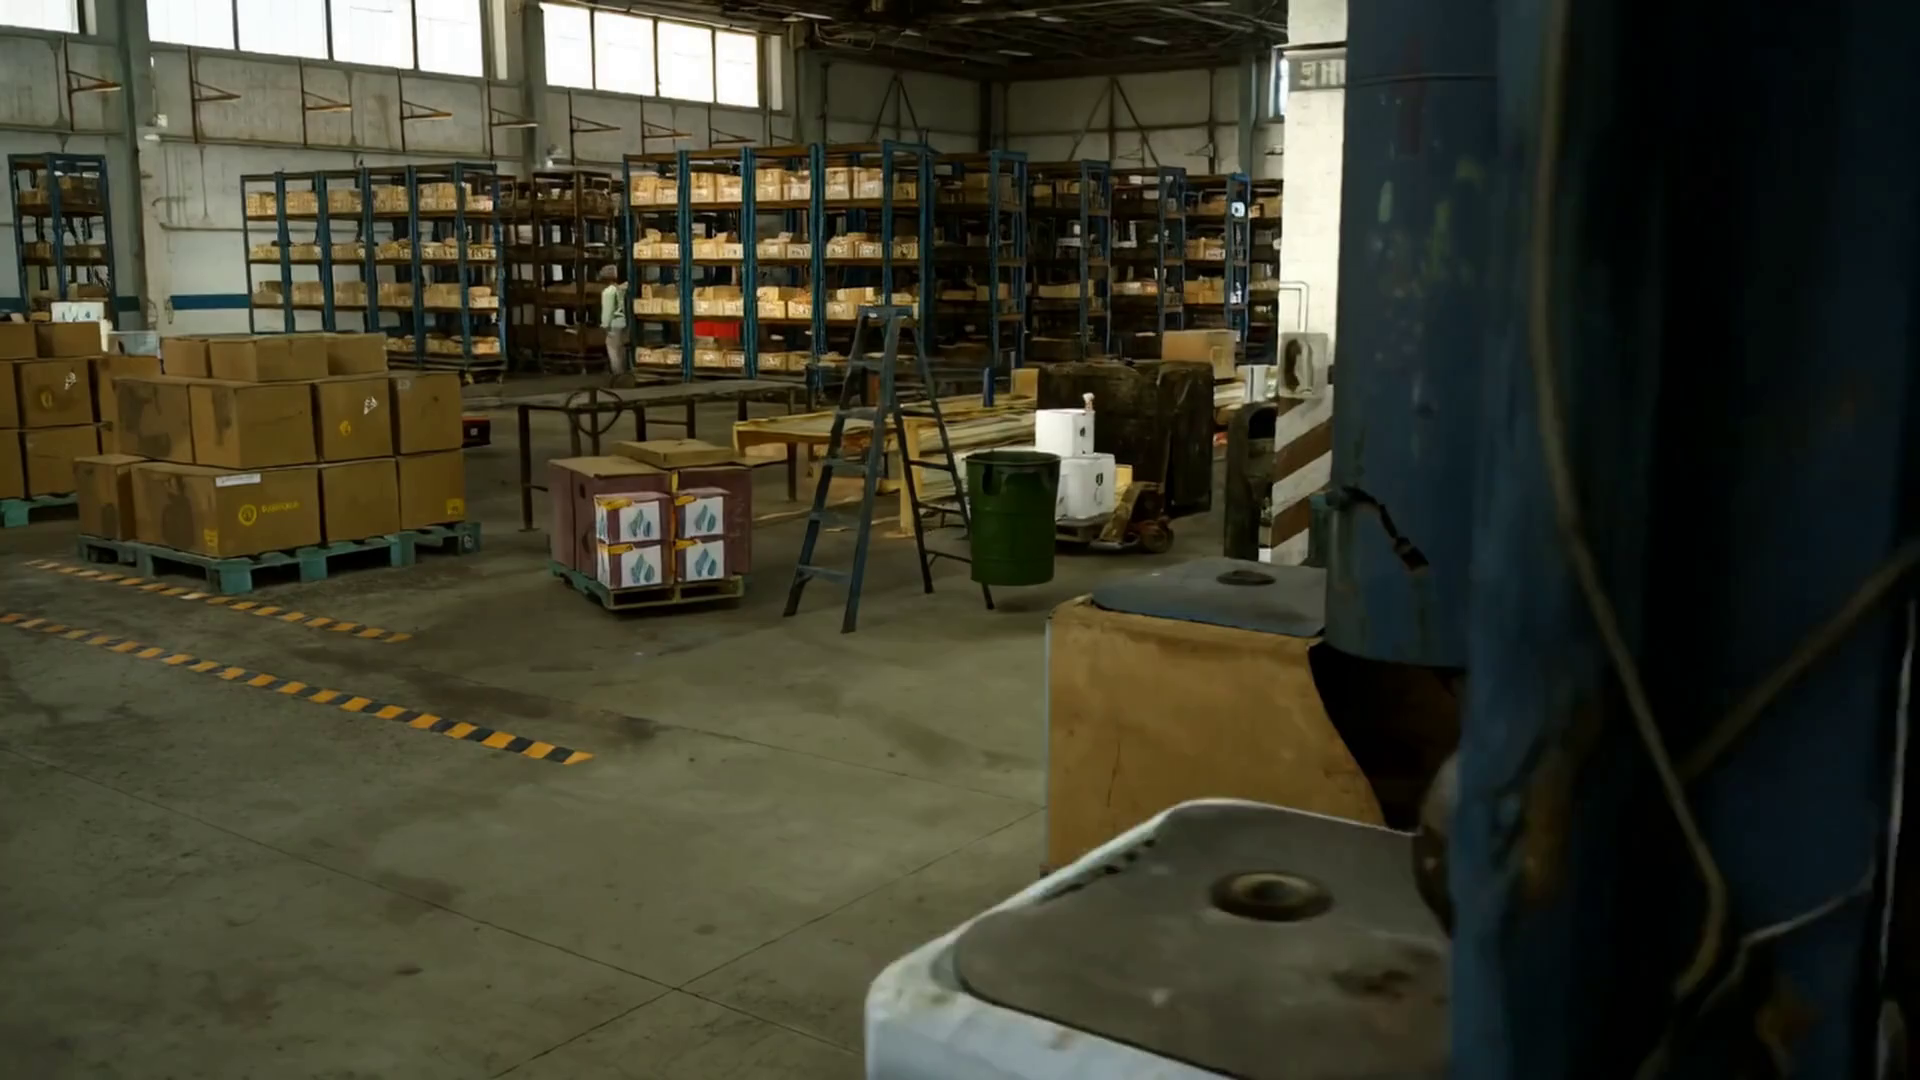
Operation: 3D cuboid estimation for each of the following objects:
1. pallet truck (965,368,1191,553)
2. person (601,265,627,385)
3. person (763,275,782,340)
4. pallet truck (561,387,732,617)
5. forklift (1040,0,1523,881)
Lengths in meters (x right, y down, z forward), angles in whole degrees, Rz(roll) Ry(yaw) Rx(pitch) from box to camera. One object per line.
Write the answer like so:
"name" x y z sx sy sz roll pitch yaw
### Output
"pallet truck" 0.845 -0.609 11.869 1.630 1.274 0.653 7 12 35
"person" -5.676 -3.510 27.216 0.405 1.946 0.612 2 10 12
"person" -3.518 -4.203 31.833 0.618 1.780 0.917 5 11 28
"pallet truck" -1.981 -0.274 10.088 0.680 1.201 1.601 -5 11 -28
"forklift" 1.249 -0.137 4.360 1.873 2.768 1.129 7 12 35
